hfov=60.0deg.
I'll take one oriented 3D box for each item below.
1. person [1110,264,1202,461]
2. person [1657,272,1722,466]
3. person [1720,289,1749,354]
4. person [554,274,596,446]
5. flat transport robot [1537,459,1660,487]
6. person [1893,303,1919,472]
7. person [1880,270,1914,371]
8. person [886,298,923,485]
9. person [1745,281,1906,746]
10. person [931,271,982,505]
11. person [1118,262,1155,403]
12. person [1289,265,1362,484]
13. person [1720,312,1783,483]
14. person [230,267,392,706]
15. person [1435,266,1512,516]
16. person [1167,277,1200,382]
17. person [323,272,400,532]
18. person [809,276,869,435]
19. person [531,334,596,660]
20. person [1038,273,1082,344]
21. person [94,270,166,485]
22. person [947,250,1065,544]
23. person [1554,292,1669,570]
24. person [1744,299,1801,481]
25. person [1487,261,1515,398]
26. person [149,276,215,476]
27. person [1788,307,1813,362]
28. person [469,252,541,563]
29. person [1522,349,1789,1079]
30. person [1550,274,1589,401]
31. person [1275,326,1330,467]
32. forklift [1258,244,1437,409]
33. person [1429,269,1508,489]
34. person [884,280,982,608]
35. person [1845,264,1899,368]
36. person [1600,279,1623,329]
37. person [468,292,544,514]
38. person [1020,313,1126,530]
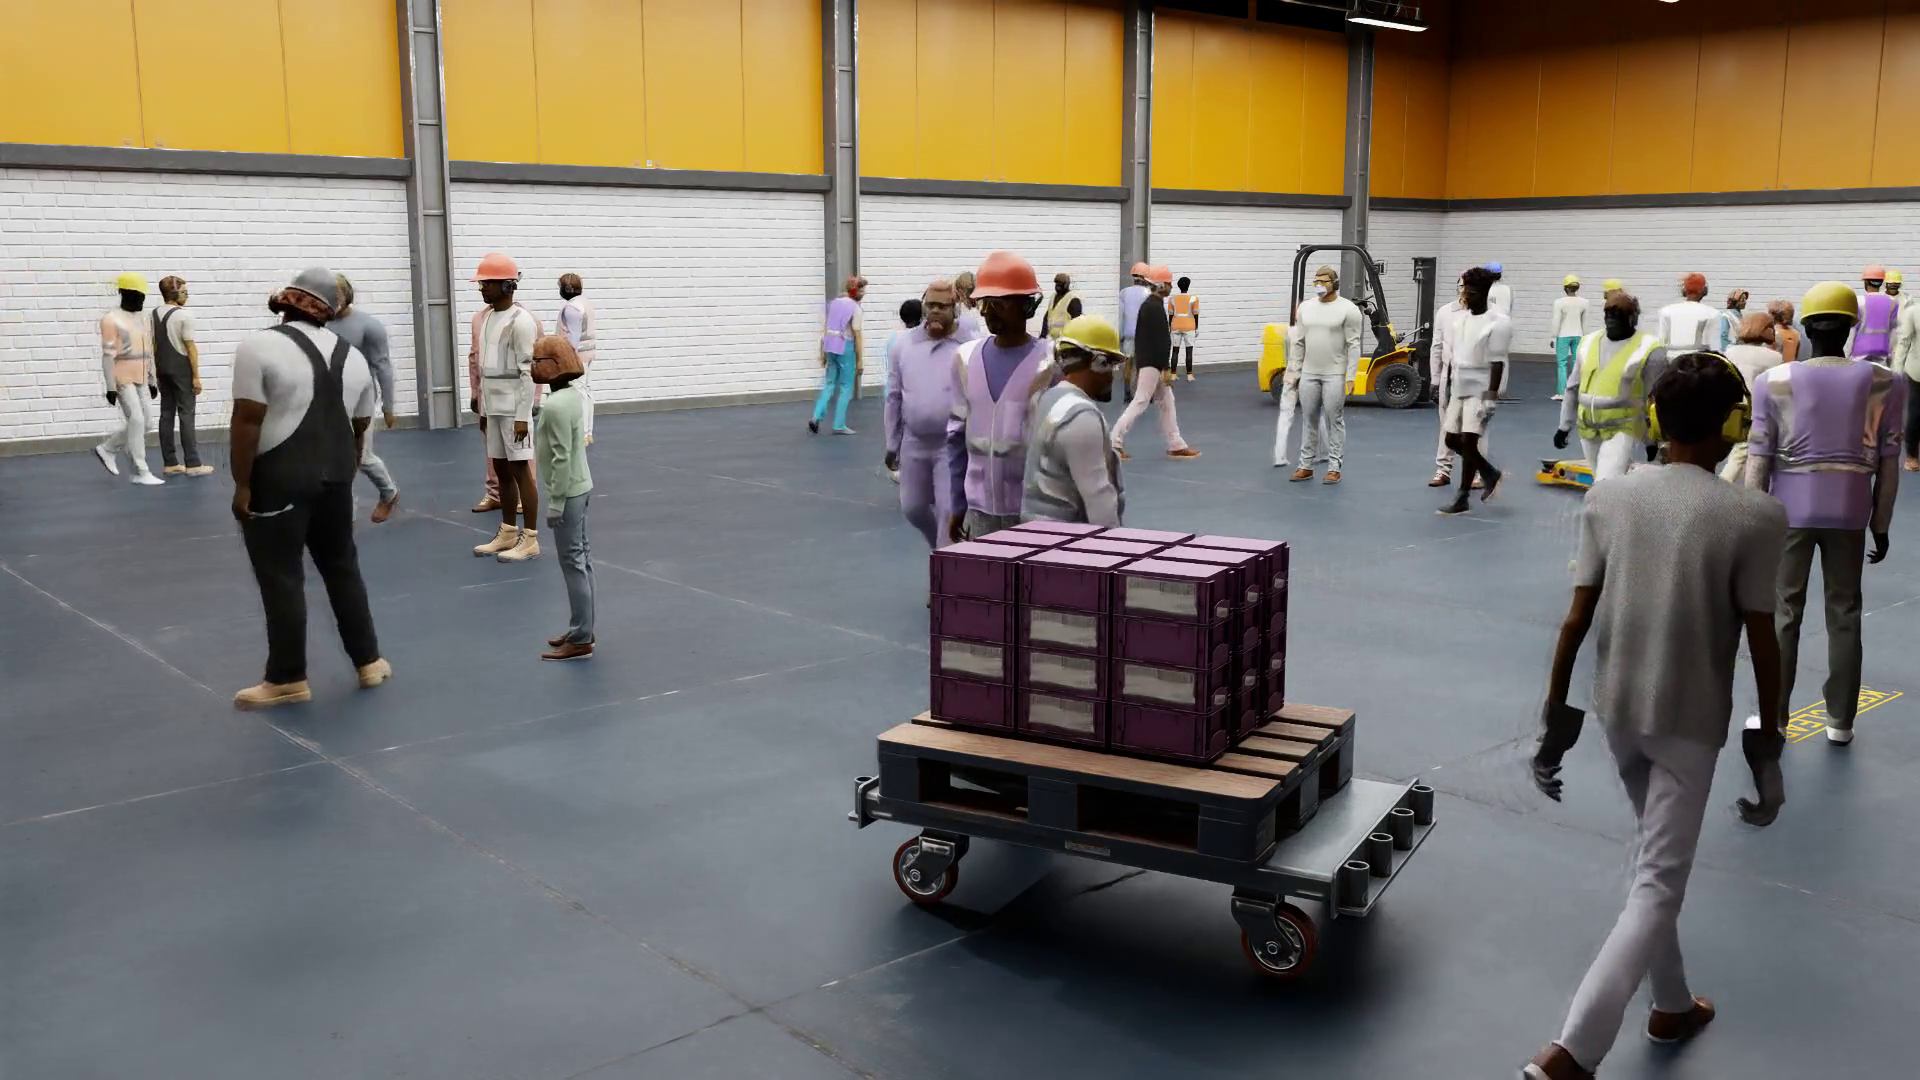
[{"bbox_3d":[1.879,-1.746,16.454,1.033,1.946,0.642,0,10,-2],"label":"person"},{"bbox_3d":[6.827,-1.566,15.595,0.458,1.869,0.605,-9,13,-43],"label":"person"},{"bbox_3d":[8.911,-2.069,19.220,0.513,1.642,0.313,-7,12,-37],"label":"person"},{"bbox_3d":[-4.118,-1.919,17.776,0.430,1.838,0.619,0,10,2],"label":"person"},{"bbox_3d":[5.666,-0.529,14.213,0.652,0.197,1.431,-3,10,-19],"label":"flat transport robot"},{"bbox_3d":[8.916,-1.549,15.273,0.630,1.958,0.963,4,11,23],"label":"person"},{"bbox_3d":[13.016,-2.859,23.319,0.593,1.824,0.403,3,10,17],"label":"person"},{"bbox_3d":[-0.408,-1.173,13.863,0.423,1.666,0.600,-7,12,-36],"label":"person"},{"bbox_3d":[3.543,-0.101,6.891,0.584,1.918,0.381,3,10,15],"label":"person"},{"bbox_3d":[-0.074,-1.183,13.259,0.551,1.909,0.668,-2,10,-14],"label":"person"},{"bbox_3d":[2.459,-2.851,22.930,0.551,1.936,0.357,6,11,30],"label":"person"},{"bbox_3d":[3.248,-1.465,14.816,0.627,1.940,0.376,8,12,38],"label":"person"},{"bbox_3d":[6.155,-0.968,12.911,0.878,1.583,0.519,-4,11,-25],"label":"person"},{"bbox_3d":[-3.042,-0.286,7.617,0.534,2.000,0.763,5,11,27],"label":"person"},{"bbox_3d":[4.053,-1.167,13.052,0.720,1.944,0.618,-4,11,-24],"label":"person"},{"bbox_3d":[3.609,-3.401,26.881,0.531,1.694,0.320,4,11,23],"label":"person"},{"bbox_3d":[-4.408,-0.991,12.111,0.672,1.915,0.578,2,10,12],"label":"person"},{"bbox_3d":[-1.364,-2.066,18.728,0.627,1.803,0.635,-8,12,-38],"label":"person"},{"bbox_3d":[-1.997,-0.213,8.372,0.285,1.634,0.499,-1,10,-3],"label":"person"},{"bbox_3d":[1.470,-2.861,23.463,0.997,1.794,0.630,-4,11,-24],"label":"person"},{"bbox_3d":[-7.404,-1.428,14.715,0.637,1.900,0.597,1,10,7],"label":"person"},{"bbox_3d":[0.200,-0.154,6.831,0.609,2.044,0.396,6,11,31],"label":"person"},{"bbox_3d":[4.307,-0.727,10.928,0.957,1.801,0.634,-6,12,-33],"label":"person"},{"bbox_3d":[7.266,-1.318,14.829,0.524,1.639,0.306,-6,12,-33],"label":"person"},{"bbox_3d":[7.488,-2.922,23.327,0.605,1.944,0.402,-5,11,-26],"label":"person"},{"bbox_3d":[-7.222,-1.505,15.335,0.505,1.842,0.346,3,10,19],"label":"person"},{"bbox_3d":[9.615,-1.993,18.824,0.511,1.620,0.530,7,12,35],"label":"person"},{"bbox_3d":[-3.027,-0.873,11.046,0.372,2.044,0.608,-9,13,-42],"label":"person"},{"bbox_3d":[1.639,0.461,3.956,1.012,1.811,0.534,-8,12,-38],"label":"person"},{"bbox_3d":[8.535,-2.832,23.329,0.533,1.765,0.330,-1,10,-8],"label":"person"},{"bbox_3d":[3.348,-1.511,16.116,0.513,1.585,0.880,9,13,42],"label":"person"},{"bbox_3d":[5.256,-2.933,22.661,2.313,2.155,1.214,3,10,16],"label":"forklift"},{"bbox_3d":[4.407,-1.393,14.490,0.645,1.907,0.400,6,11,30],"label":"person"},{"bbox_3d":[-0.114,-0.582,9.781,0.655,1.889,0.710,3,10,17],"label":"person"},{"bbox_3d":[10.236,-2.135,18.746,0.551,1.934,0.380,1,10,4],"label":"person"},{"bbox_3d":[8.829,-2.660,22.447,0.512,1.712,0.446,-7,12,-37],"label":"person"},{"bbox_3d":[-3.588,-1.152,13.075,0.637,1.911,0.403,3,10,18],"label":"person"},{"bbox_3d":[0.536,0.027,6.495,0.733,1.790,0.622,0,10,-2],"label":"person"}]
